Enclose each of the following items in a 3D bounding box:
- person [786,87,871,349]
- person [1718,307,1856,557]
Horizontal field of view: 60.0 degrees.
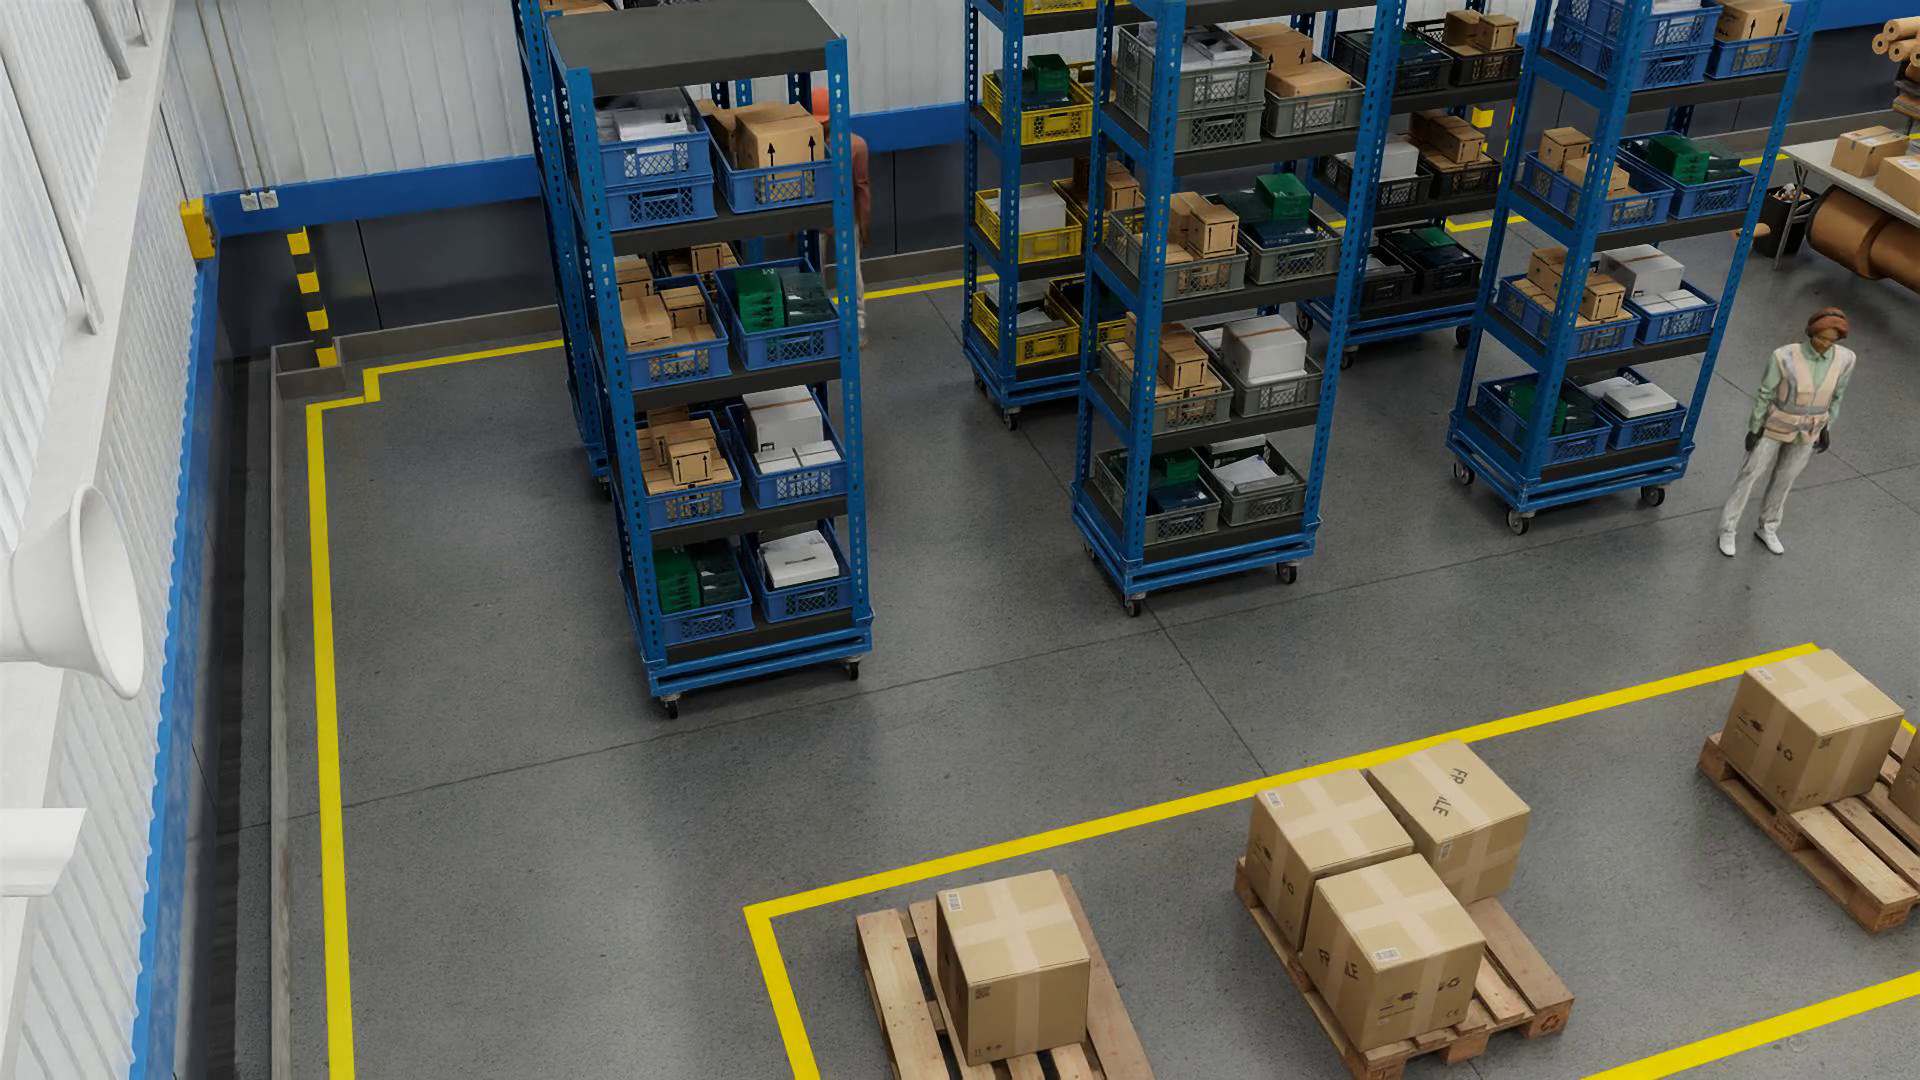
[{"bbox_3d":[-0.944,-2.245,11.750,0.636,1.981,0.430,1,35,1],"label":"person"},{"bbox_3d":[4.857,-0.633,9.749,0.514,1.639,0.318,-1,35,-2],"label":"person"}]
